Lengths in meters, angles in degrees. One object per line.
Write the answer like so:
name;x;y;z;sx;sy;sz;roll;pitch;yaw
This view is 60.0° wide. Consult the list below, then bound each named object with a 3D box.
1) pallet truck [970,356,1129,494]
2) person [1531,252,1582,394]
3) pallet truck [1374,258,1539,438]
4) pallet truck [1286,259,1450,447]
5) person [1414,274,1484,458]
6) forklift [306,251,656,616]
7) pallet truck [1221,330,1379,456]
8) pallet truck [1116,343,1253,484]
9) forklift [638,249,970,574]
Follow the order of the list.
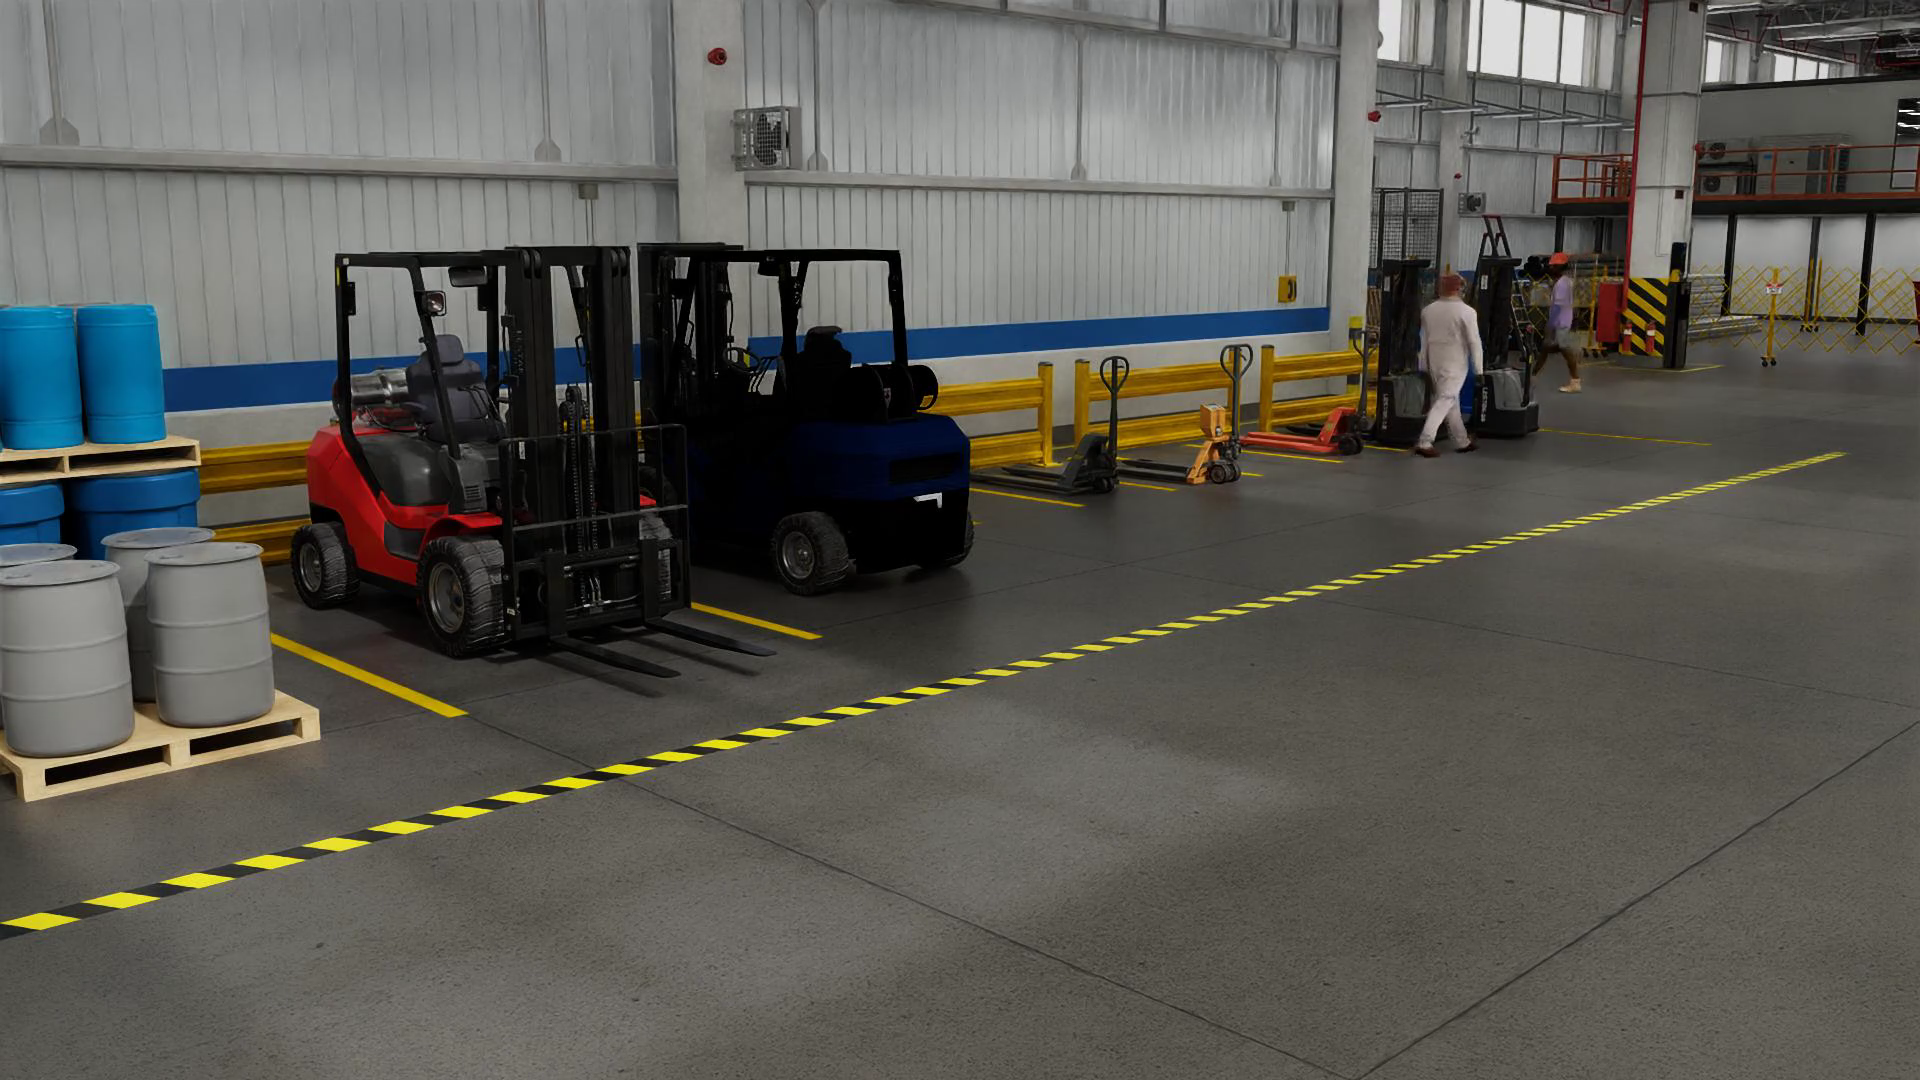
pallet truck;0.784;-1.085;14.876;0.680;1.201;1.601;-10;14;-44
person;8.422;-3.086;23.707;1.041;1.986;0.619;4;11;19
pallet truck;5.704;-2.208;18.901;1.885;1.965;0.823;10;14;43
pallet truck;4.493;-2.078;18.196;0.823;1.965;1.885;-9;14;-40
person;4.990;-1.764;16.886;1.012;1.857;0.664;-6;12;-30
forklift;-2.833;-0.669;9.694;1.157;1.987;2.680;-10;14;-44
pallet truck;3.563;-1.581;17.381;0.653;1.274;1.630;-10;14;-44
pallet truck;1.962;-1.215;15.415;1.522;1.261;0.704;10;14;43
forklift;-1.173;-0.958;11.239;2.680;1.987;1.157;10;14;43
